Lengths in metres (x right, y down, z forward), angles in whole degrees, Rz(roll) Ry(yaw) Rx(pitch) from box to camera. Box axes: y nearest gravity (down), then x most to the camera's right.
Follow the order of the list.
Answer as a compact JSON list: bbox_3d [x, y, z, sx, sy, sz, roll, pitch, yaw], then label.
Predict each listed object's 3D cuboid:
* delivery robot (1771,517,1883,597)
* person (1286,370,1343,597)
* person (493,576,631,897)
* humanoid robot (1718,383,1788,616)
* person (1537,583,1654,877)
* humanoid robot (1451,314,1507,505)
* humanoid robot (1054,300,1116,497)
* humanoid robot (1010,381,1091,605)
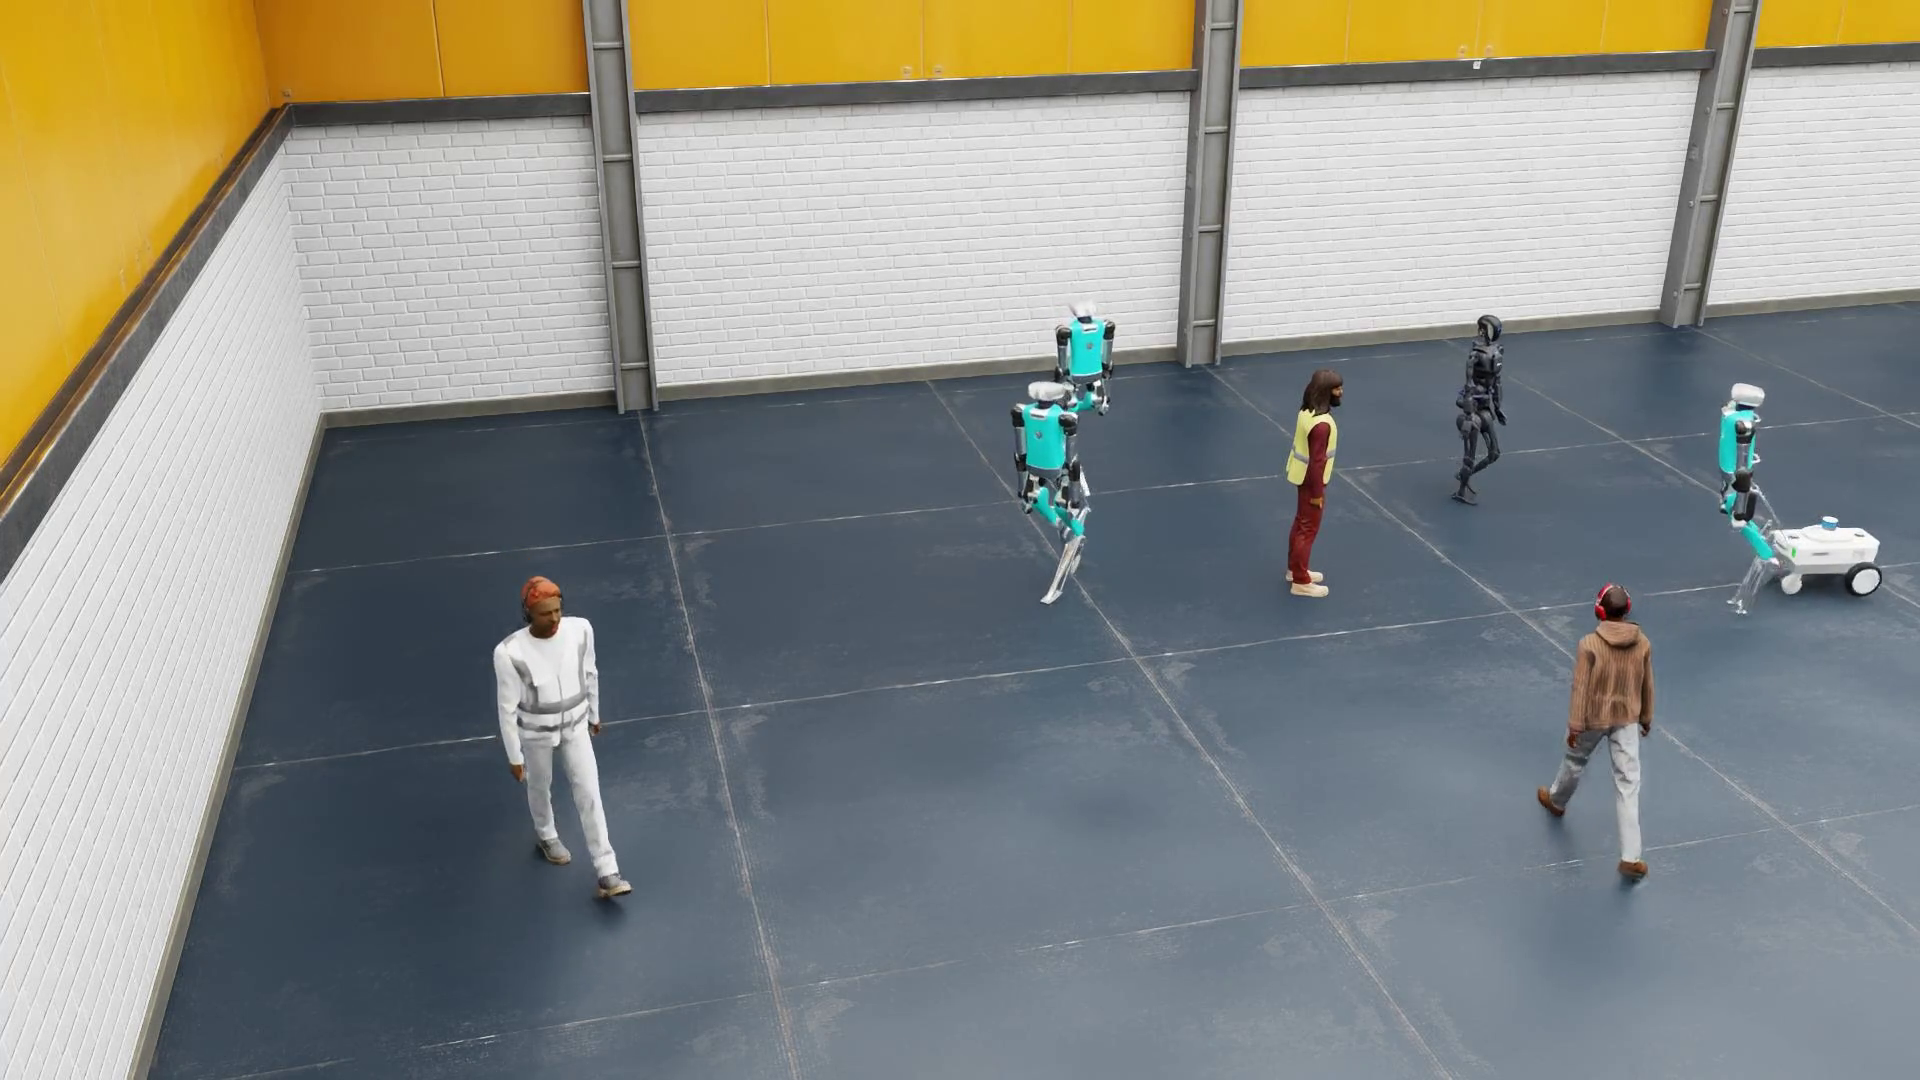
[{"bbox_3d":[6.623,0.105,12.742,0.757,0.575,0.499,-2,24,-4],"label":"delivery robot"},{"bbox_3d":[2.642,-0.434,12.492,0.382,1.766,0.457,2,24,4],"label":"person"},{"bbox_3d":[-2.155,1.073,8.972,0.602,1.829,0.981,-16,28,-31],"label":"person"},{"bbox_3d":[5.815,-0.248,12.137,0.714,1.814,0.530,5,24,11],"label":"humanoid robot"},{"bbox_3d":[3.666,1.040,9.358,0.506,1.585,0.936,0,24,1],"label":"person"},{"bbox_3d":[4.398,-1.108,14.121,0.371,1.645,0.589,22,32,40],"label":"humanoid robot"},{"bbox_3d":[0.964,-1.314,14.589,0.532,1.783,0.999,-8,25,-18],"label":"humanoid robot"},{"bbox_3d":[0.793,-0.399,12.500,0.554,1.817,0.899,14,27,29],"label":"humanoid robot"}]
